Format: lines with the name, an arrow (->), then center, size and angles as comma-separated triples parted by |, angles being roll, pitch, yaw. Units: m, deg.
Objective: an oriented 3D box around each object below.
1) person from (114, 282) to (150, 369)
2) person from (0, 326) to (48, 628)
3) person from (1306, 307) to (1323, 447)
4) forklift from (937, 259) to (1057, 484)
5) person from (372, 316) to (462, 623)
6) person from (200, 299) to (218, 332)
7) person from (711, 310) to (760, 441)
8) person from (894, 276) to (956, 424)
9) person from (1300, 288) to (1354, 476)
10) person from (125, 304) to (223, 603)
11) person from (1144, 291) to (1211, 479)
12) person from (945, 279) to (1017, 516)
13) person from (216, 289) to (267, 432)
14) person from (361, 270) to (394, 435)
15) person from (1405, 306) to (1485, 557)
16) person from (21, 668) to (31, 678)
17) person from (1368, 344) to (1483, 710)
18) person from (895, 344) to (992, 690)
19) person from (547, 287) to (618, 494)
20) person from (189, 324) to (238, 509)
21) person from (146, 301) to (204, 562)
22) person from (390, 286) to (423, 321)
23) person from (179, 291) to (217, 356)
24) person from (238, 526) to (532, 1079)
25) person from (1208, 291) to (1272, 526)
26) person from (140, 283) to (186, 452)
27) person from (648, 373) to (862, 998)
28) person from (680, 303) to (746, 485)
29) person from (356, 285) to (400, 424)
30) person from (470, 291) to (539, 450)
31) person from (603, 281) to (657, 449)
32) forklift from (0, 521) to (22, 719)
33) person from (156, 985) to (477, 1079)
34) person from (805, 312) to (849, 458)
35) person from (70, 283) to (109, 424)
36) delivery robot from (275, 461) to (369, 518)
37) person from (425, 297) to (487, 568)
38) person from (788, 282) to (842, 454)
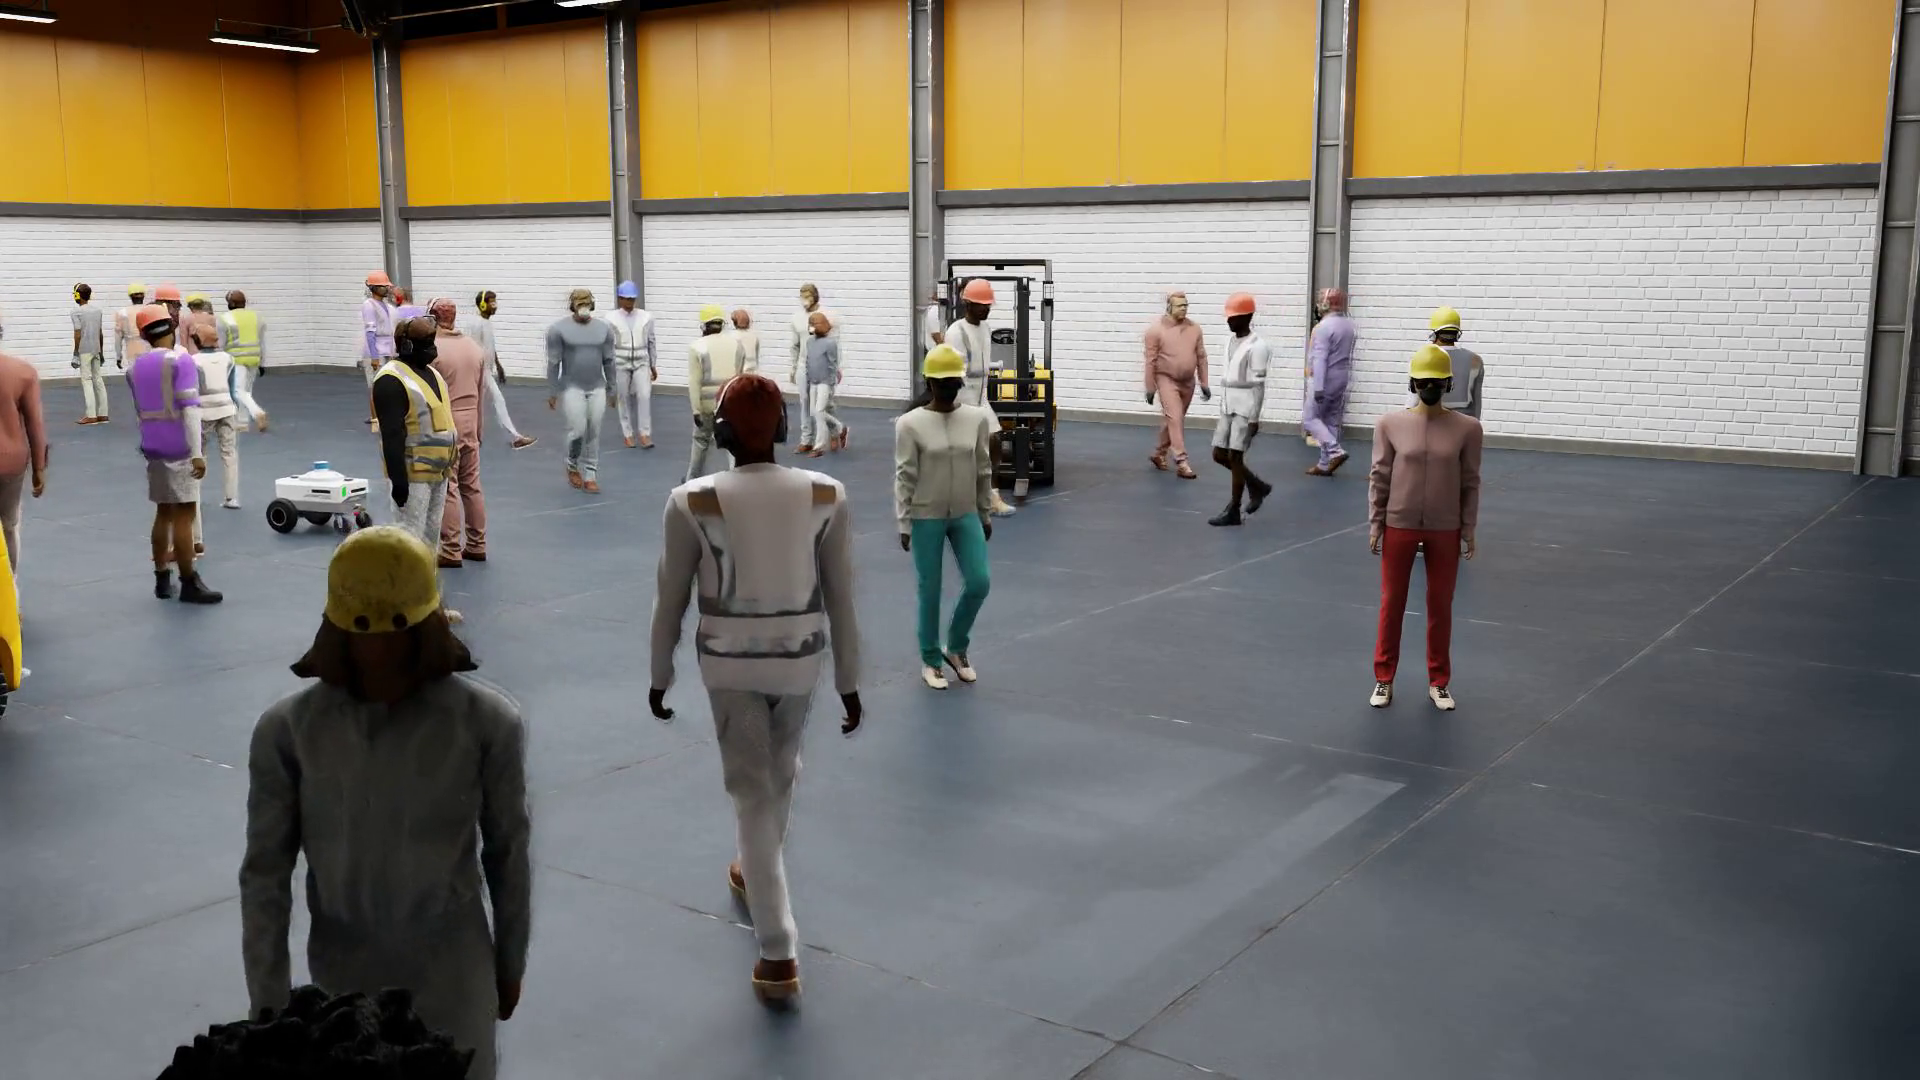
person -> -10.861, -2.473, 22.058 | 0.600, 1.896, 0.799 | -5, 11, -29
person -> -5.867, -0.471, 10.000 | 0.612, 1.925, 1.062 | -9, 13, -44
person -> 4.196, -1.929, 19.398 | 0.318, 1.691, 0.534 | 1, 10, 8
forklift -> 0.370, -1.738, 16.759 | 1.214, 2.155, 2.313 | 1, 10, 3
person -> -3.153, -0.382, 9.729 | 0.429, 1.842, 0.633 | 1, 10, 7
person -> -11.062, -2.721, 24.322 | 0.545, 1.609, 0.520 | -4, 10, -21
person -> -2.543, -1.897, 19.507 | 0.896, 1.583, 0.524 | 8, 13, 41
person -> -0.279, -2.193, 19.923 | 0.962, 2.000, 0.676 | 4, 10, 21
person -> 3.674, -1.561, 16.597 | 0.456, 1.891, 0.654 | 8, 12, 40
person -> -4.973, -0.547, 10.616 | 0.715, 1.892, 0.377 | 5, 11, 27
person -> 2.180, -1.585, 16.845 | 0.655, 1.865, 0.980 | -5, 11, -26
person -> 0.149, -1.166, 13.900 | 0.816, 2.002, 0.620 | 7, 12, 37
person -> -8.919, -2.209, 20.723 | 0.804, 1.816, 0.623 | 6, 11, 32
person -> -7.203, -2.332, 20.741 | 0.374, 2.042, 0.615 | 0, 10, -1
person -> 3.508, -0.785, 12.156 | 0.594, 1.832, 0.404 | -2, 10, -11
person -> -5.350, -0.206, 8.601 | 0.938, 1.879, 0.606 | 3, 10, 15
person -> 2.231, -0.056, 8.018 | 0.523, 1.769, 0.309 | 2, 10, 10
person -> -0.073, -0.107, 8.359 | 0.543, 1.749, 0.392 | -4, 10, -22
person -> -3.487, -1.378, 15.425 | 0.651, 1.921, 0.437 | -6, 11, -34
person -> -6.603, -1.076, 14.556 | 0.689, 1.616, 0.524 | 7, 12, 35
person -> -5.689, -0.775, 11.969 | 0.316, 1.875, 0.531 | -1, 10, -8
person -> -7.566, -2.524, 22.545 | 0.700, 1.810, 0.579 | 3, 10, 18
person -> -10.450, -2.545, 22.893 | 0.483, 1.756, 0.528 | 7, 12, 38
person -> -1.037, 0.818, 3.029 | 0.487, 1.689, 0.910 | -1, 10, -5
person -> 2.318, -1.059, 13.541 | 0.567, 1.916, 0.570 | -4, 11, -25
person -> -8.281, -1.711, 17.396 | 0.465, 1.925, 0.543 | -4, 10, -24
person -> -0.628, 0.406, 5.108 | 0.607, 1.826, 1.032 | -4, 10, -21
person -> -2.219, -1.240, 15.025 | 0.595, 1.780, 0.940 | -6, 11, -32
person -> -7.623, -2.421, 21.771 | 0.801, 1.883, 0.659 | 5, 11, 28
person -> -5.353, -1.924, 18.978 | 0.965, 1.815, 0.548 | -1, 10, -5
person -> -3.756, -1.982, 19.020 | 0.653, 1.914, 0.858 | -3, 10, -20
forklift -> -5.296, -0.090, 6.943 | 1.214, 2.155, 2.313 | 7, 12, 35
person -> -0.416, 1.124, 1.193 | 0.318, 1.697, 0.535 | 5, 11, 26
person -> -1.475, -1.717, 18.386 | 0.621, 1.611, 0.506 | -9, 13, -42
person -> -11.576, -2.466, 22.059 | 0.321, 1.871, 0.532 | 2, 10, 14
delivery robot -> -5.098, -0.386, 13.301 | 0.707, 0.478, 0.477 | 3, 10, 18
person -> -3.635, -0.758, 11.776 | 0.402, 1.906, 0.652 | 4, 10, 22
person -> -1.627, -1.926, 18.684 | 0.674, 1.928, 0.514 | 4, 10, 23
